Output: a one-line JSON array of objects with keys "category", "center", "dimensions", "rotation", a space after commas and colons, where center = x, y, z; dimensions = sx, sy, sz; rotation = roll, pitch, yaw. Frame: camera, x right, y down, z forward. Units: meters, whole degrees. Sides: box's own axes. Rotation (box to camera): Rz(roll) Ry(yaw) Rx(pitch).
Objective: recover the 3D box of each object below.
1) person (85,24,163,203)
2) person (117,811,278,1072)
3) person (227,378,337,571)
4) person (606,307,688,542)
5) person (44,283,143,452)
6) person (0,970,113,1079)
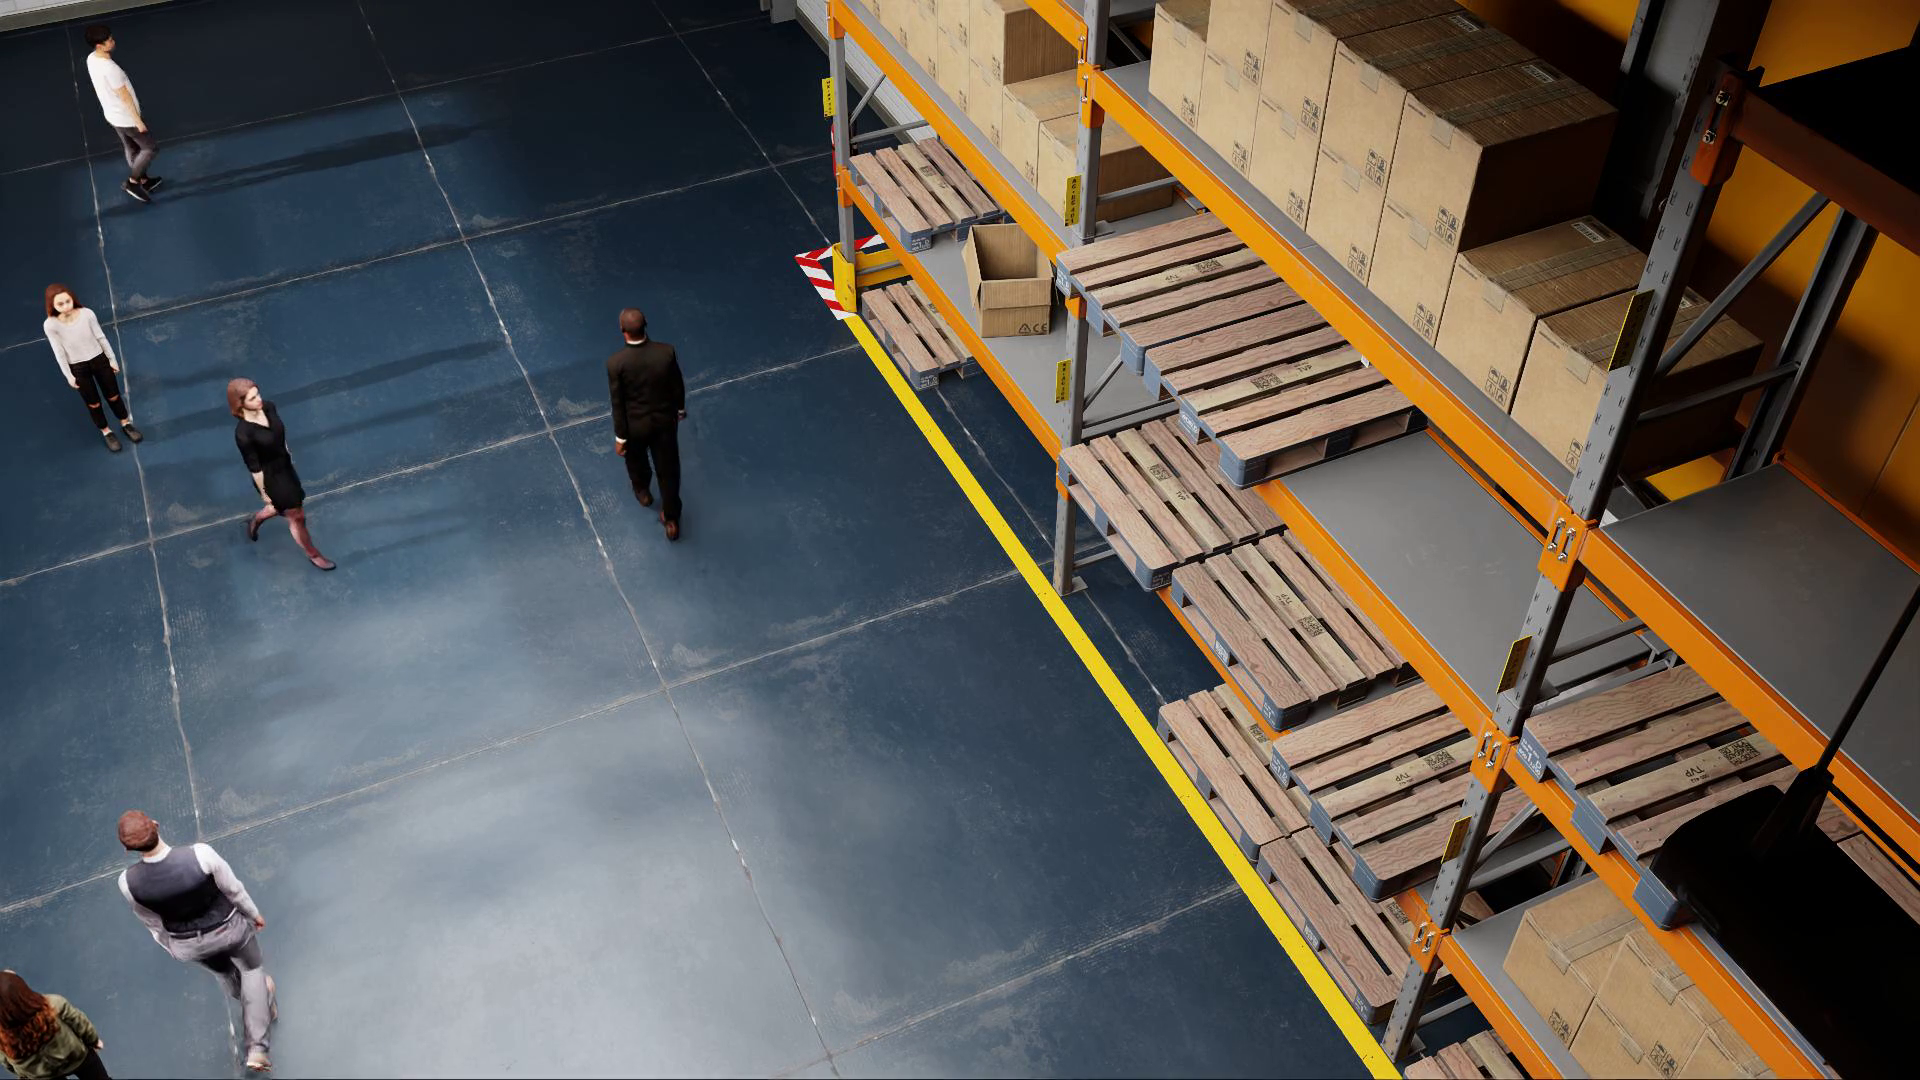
[{"category": "person", "center": [-7.622, -3.859, 15.102], "dimensions": [0.732, 1.714, 0.861], "rotation": [24, 48, 23]}, {"category": "person", "center": [-3.919, 2.114, 8.689], "dimensions": [0.752, 1.912, 1.032], "rotation": [-13, 45, -13]}, {"category": "person", "center": [-4.814, -0.438, 11.529], "dimensions": [0.951, 1.689, 0.949], "rotation": [7, 44, 8]}, {"category": "person", "center": [-2.162, -0.765, 11.736], "dimensions": [0.744, 1.877, 0.990], "rotation": [-16, 46, -17]}, {"category": "person", "center": [-6.620, -1.330, 12.614], "dimensions": [0.574, 1.484, 0.550], "rotation": [-29, 51, -27]}, {"category": "person", "center": [-4.592, 2.637, 8.457], "dimensions": [0.571, 1.475, 0.495], "rotation": [-18, 47, -18]}]
